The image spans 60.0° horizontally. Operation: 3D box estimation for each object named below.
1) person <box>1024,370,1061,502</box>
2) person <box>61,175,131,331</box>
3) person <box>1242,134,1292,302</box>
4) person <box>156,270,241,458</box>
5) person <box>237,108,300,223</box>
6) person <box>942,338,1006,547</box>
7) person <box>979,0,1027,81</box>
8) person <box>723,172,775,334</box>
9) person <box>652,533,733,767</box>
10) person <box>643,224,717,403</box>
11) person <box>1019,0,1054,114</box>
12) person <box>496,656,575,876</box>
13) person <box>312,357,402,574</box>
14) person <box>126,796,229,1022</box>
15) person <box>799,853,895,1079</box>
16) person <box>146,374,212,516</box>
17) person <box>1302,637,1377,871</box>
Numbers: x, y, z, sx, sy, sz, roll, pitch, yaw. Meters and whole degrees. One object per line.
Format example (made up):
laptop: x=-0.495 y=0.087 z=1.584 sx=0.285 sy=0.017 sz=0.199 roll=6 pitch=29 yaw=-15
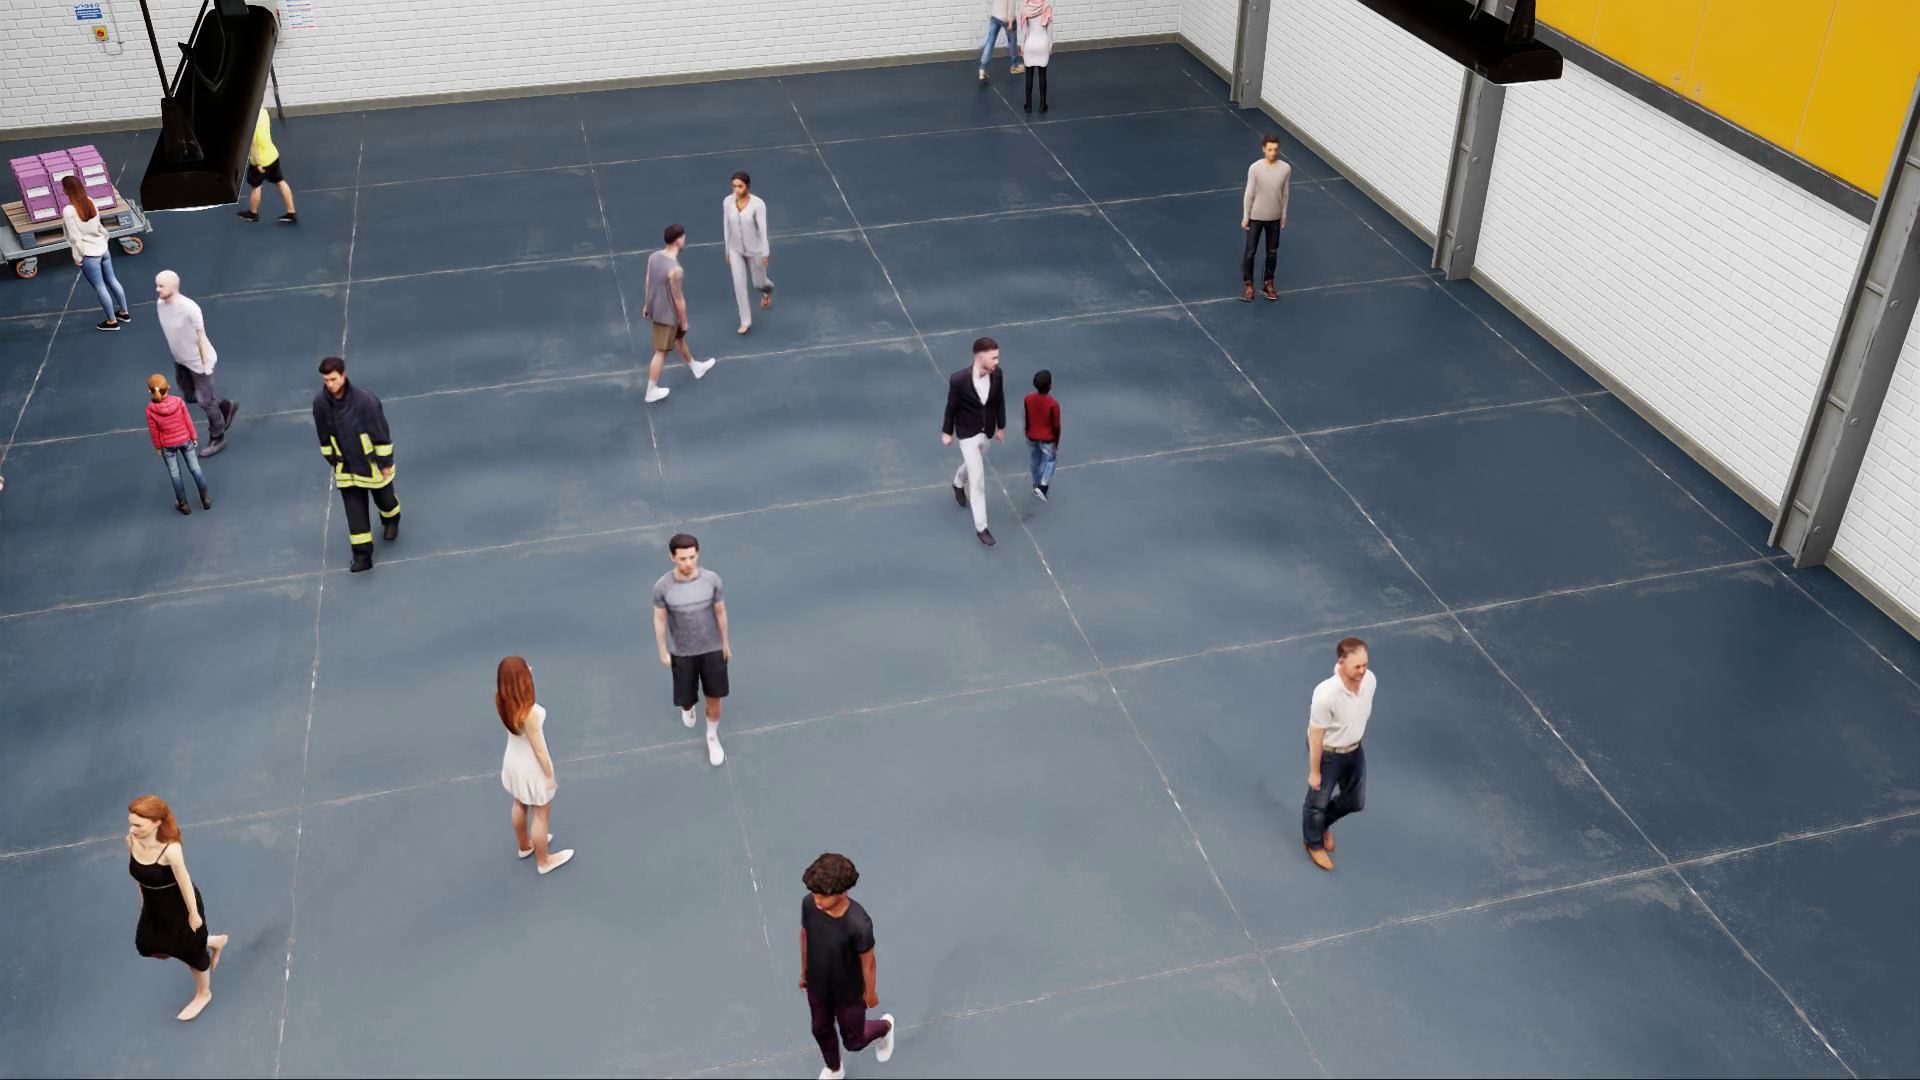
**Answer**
person: x=0.700 y=-0.905 z=14.745 sx=0.667 sy=1.246 sz=0.738 roll=14 pitch=36 yaw=20
person: x=-9.153 y=-3.036 z=17.549 sx=0.769 sy=1.692 sz=0.655 roll=8 pitch=35 yaw=13
person: x=3.317 y=-3.541 z=18.150 sx=0.706 sy=1.866 sz=0.649 roll=-3 pitch=34 yaw=-4
person: x=-7.009 y=-1.687 z=15.407 sx=0.938 sy=1.816 sz=0.999 roll=17 pitch=37 yaw=23
person: x=-8.259 y=-4.578 z=19.883 sx=0.993 sy=1.676 sz=1.021 roll=11 pitch=35 yaw=15
person: x=0.103 y=-0.942 z=14.317 sx=0.855 sy=1.782 sz=1.284 roll=-13 pitch=36 yaw=-19
person: x=0.570 y=-7.583 z=24.254 sx=1.296 sy=1.841 sz=1.195 roll=29 pitch=43 yaw=36
person: x=-2.228 y=-3.098 z=17.623 sx=0.918 sy=1.714 sz=1.100 roll=6 pitch=34 yaw=10
person: x=-1.870 y=0.705 z=11.770 sx=0.645 sy=1.858 sz=0.808 roll=-9 pitch=35 yaw=-13
person: x=-2.927 y=-2.156 z=16.153 sx=1.034 sy=1.781 sz=1.144 roll=-26 pitch=42 yaw=-34
person: x=1.070 y=-6.880 z=23.231 sx=0.694 sy=1.804 sz=0.685 roll=1 pitch=34 yaw=1
person: x=-2.809 y=1.446 z=10.786 sx=0.710 sy=1.713 sz=0.607 roll=-29 pitch=43 yaw=-36
person: x=-4.977 y=-0.725 z=13.907 sx=0.924 sy=1.874 sz=1.231 roll=-3 pitch=34 yaw=-4
person: x=-4.613 y=2.109 z=9.875 sx=0.800 sy=1.618 sz=0.874 roll=14 pitch=36 yaw=20
person: x=-0.639 y=2.397 z=9.308 sx=0.897 sy=1.767 sz=0.944 roll=20 pitch=39 yaw=28
person: x=-6.877 y=-0.847 z=14.597 sx=0.561 sy=1.314 sz=0.565 roll=-20 pitch=38 yaw=-27
person: x=2.382 y=1.330 z=10.845 sx=0.707 sy=1.842 sz=0.716 roll=-14 pitch=36 yaw=-20
